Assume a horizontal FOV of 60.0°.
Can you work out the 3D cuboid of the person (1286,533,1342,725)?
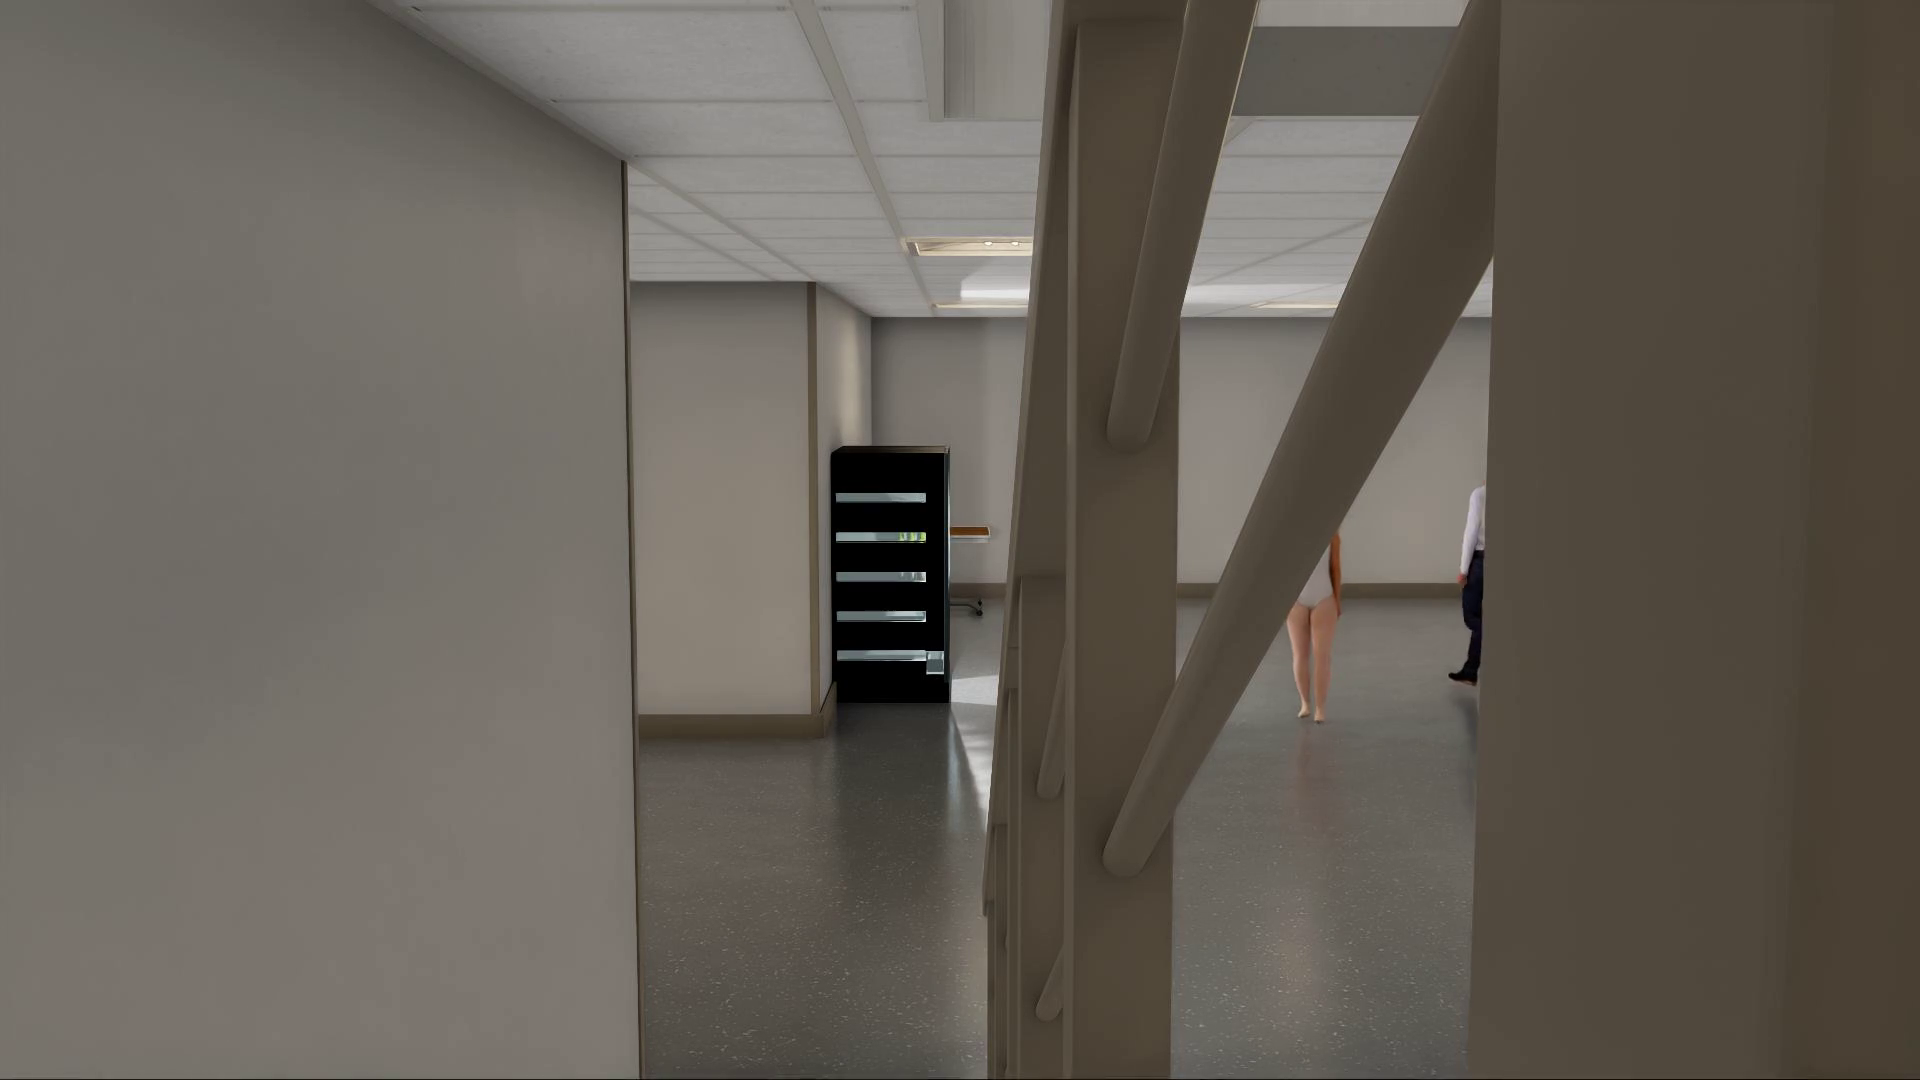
[{"bbox_3d":[2.427,0.446,11.484,0.734,1.619,0.937,2,6,17],"label":"person"}]
